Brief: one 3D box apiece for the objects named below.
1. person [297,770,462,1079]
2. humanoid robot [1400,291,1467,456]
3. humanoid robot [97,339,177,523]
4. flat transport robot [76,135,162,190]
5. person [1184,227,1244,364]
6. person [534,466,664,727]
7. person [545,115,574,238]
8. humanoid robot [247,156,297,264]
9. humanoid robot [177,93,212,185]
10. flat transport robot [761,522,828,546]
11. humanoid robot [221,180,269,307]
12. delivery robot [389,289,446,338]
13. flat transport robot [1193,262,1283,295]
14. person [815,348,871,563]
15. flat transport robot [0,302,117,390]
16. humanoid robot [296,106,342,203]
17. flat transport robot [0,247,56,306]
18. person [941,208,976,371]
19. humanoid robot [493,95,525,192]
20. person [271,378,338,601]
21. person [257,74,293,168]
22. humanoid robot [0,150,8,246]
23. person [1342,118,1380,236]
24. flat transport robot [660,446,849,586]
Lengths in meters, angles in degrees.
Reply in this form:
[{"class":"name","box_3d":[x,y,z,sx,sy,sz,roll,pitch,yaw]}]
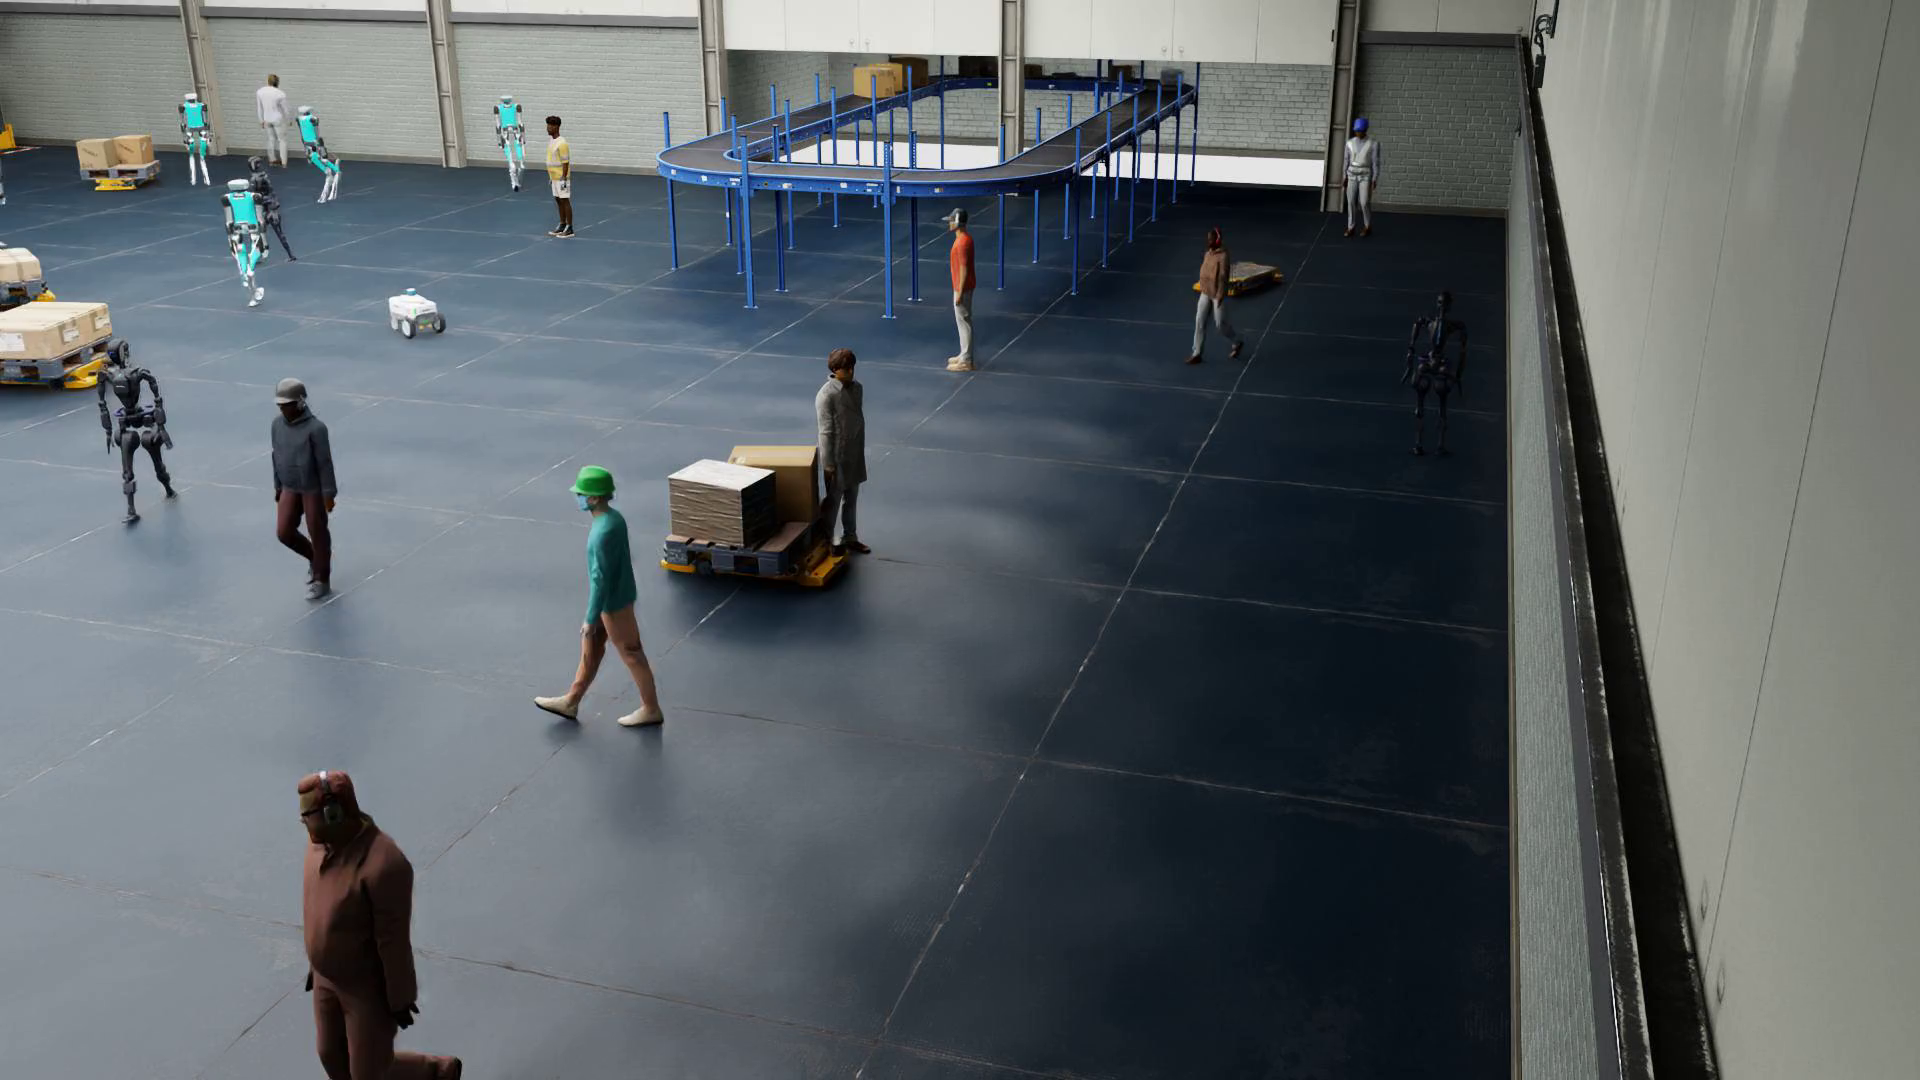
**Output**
[{"class":"person","box_3d":[-2.570,1.856,7.129,0.672,1.864,0.593,14,25,33]},{"class":"humanoid robot","box_3d":[4.696,-1.655,16.503,0.609,1.641,0.305,6,22,14]},{"class":"humanoid robot","box_3d":[-7.365,-1.004,14.902,0.589,1.632,0.792,-2,21,-5]},{"class":"flat transport robot","box_3d":[-16.232,-6.977,32.273,0.659,0.231,1.431,-3,21,-8]},{"class":"person","box_3d":[3.067,-2.921,19.850,0.739,1.627,0.462,-14,25,-32]},{"class":"person","box_3d":[-2.430,0.402,10.950,0.911,1.833,0.552,-3,21,-8]},{"class":"person","box_3d":[-6.589,-5.967,27.298,0.368,1.966,0.605,-13,25,-30]},{"class":"humanoid robot","box_3d":[-10.551,-5.001,25.245,0.614,1.622,0.756,15,26,35]},{"class":"humanoid robot","box_3d":[-14.874,-7.784,32.325,0.531,1.797,0.717,-15,26,-34]},{"class":"flat transport robot","box_3d":[-1.772,-0.032,14.261,0.659,0.231,1.431,-17,27,-37]},{"class":"humanoid robot","box_3d":[-9.603,-3.928,22.326,0.552,1.727,1.027,-1,21,-3]},{"class":"delivery robot","box_3d":[-7.001,-2.912,21.343,0.795,0.602,0.499,20,29,41]},{"class":"flat transport robot","box_3d":[4.016,-3.760,23.930,0.659,0.231,1.431,16,26,36]},{"class":"person","box_3d":[-0.973,-0.705,13.857,0.370,1.824,0.507,15,26,35]},{"class":"flat transport robot","box_3d":[-10.551,-1.942,19.215,1.431,0.231,0.659,2,21,5]},{"class":"humanoid robot","box_3d":[-11.626,-7.050,30.390,0.546,1.769,0.718,13,24,30]},{"class":"flat transport robot","box_3d":[-13.212,-3.302,22.742,1.431,0.231,0.659,-15,26,-34]},{"class":"person","box_3d":[-0.017,-2.940,19.523,0.410,1.910,0.481,2,21,4]},{"class":"humanoid robot","box_3d":[-8.532,-7.522,31.766,0.544,1.855,0.853,-8,23,-20]},{"class":"person","box_3d":[-5.171,-0.404,13.092,0.571,1.800,0.412,6,22,15]},{"class":"person","box_3d":[-14.131,-8.652,34.369,0.666,1.900,0.484,4,21,11]},{"class":"humanoid robot","box_3d":[-15.451,-5.412,26.315,0.551,1.889,0.720,14,25,33]},{"class":"person","box_3d":[6.550,-5.938,27.268,0.624,1.933,0.426,17,27,38]},{"class":"flat transport robot","box_3d":[-1.708,0.127,13.849,1.431,0.231,0.659,6,22,15]}]
